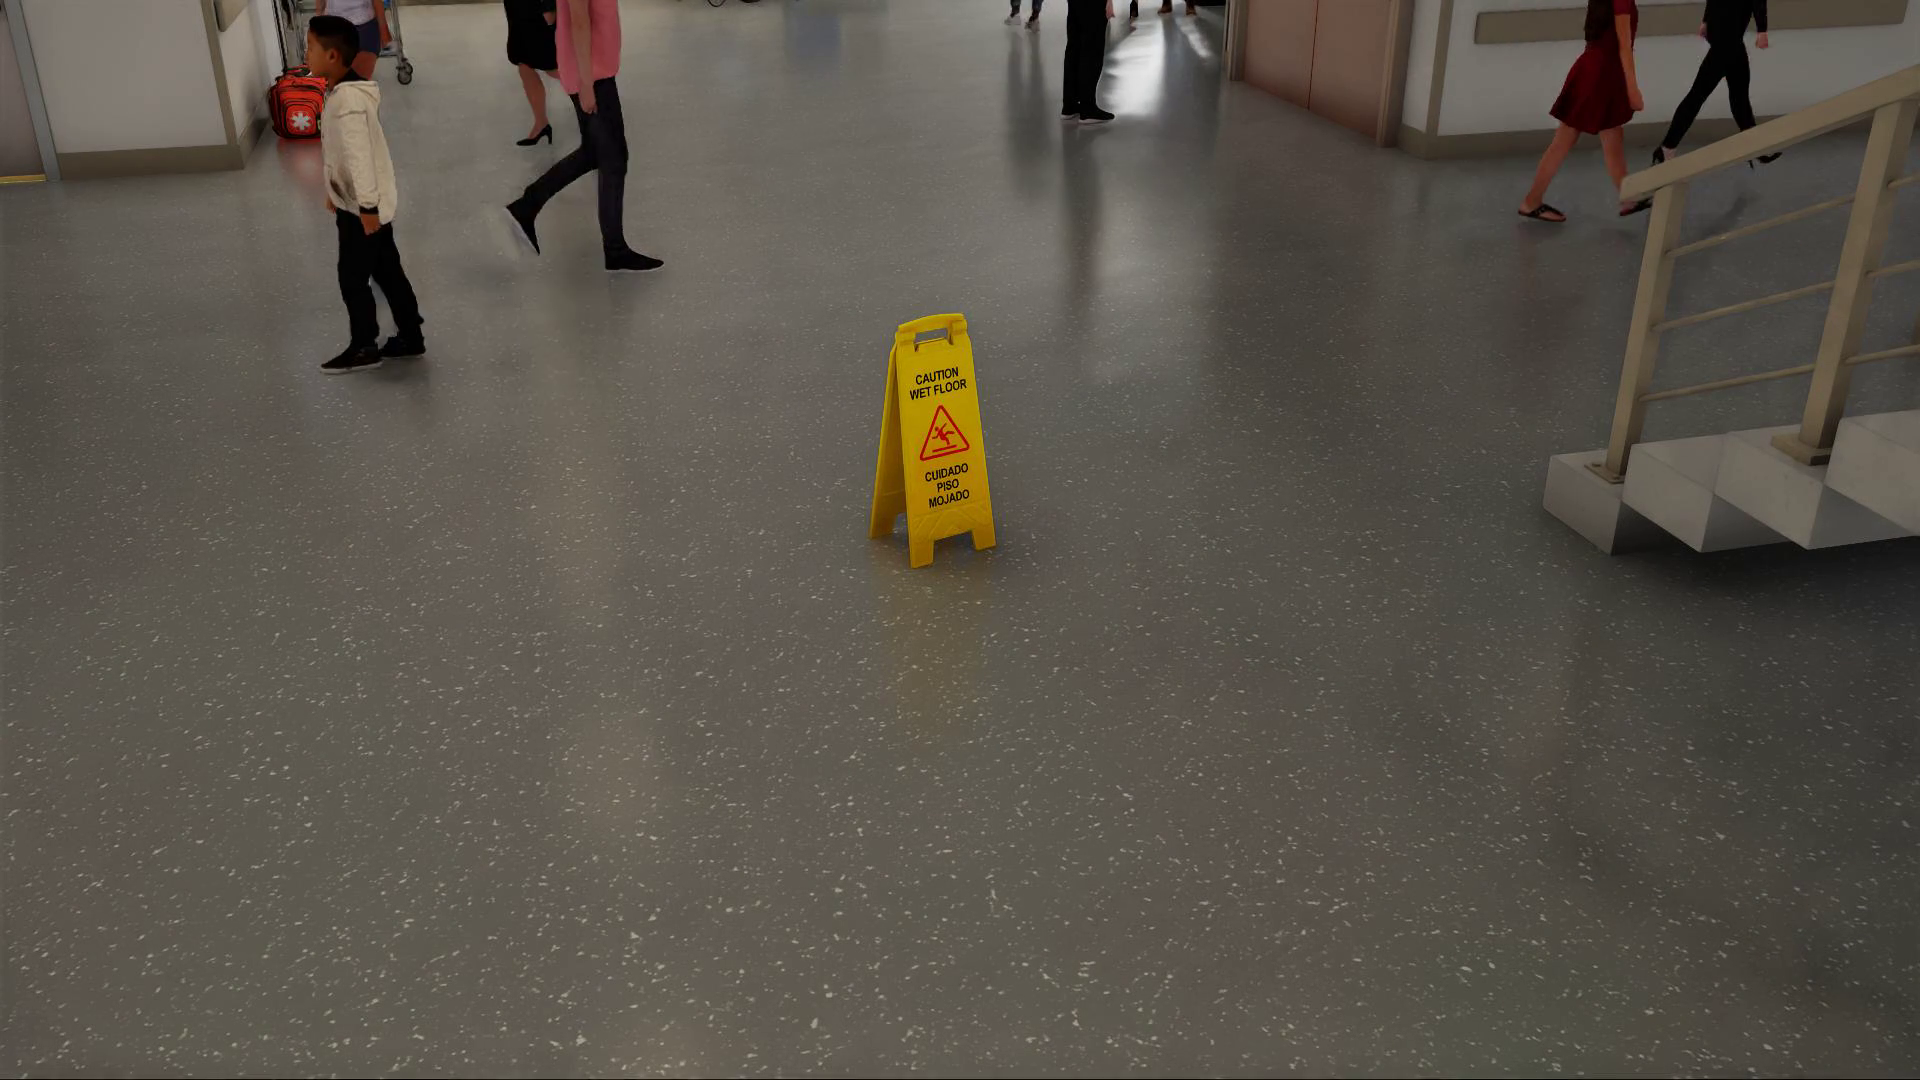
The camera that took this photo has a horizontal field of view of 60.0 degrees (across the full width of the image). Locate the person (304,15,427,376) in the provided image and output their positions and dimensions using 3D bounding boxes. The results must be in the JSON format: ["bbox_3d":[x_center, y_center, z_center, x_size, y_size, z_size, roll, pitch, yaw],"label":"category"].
[{"bbox_3d":[-2.384,-1.403,6.840,0.696,1.441,0.641,-10,28,-20],"label":"person"}]

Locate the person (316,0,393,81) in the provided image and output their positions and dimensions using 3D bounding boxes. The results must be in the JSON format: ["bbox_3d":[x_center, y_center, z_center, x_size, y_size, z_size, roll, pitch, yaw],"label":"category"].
[{"bbox_3d":[-3.735,-3.202,10.378,0.718,1.607,0.772,9,27,19],"label":"person"}]

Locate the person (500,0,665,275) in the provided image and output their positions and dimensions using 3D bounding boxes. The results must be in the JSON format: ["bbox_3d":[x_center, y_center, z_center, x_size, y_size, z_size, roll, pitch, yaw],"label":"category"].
[{"bbox_3d":[-1.864,-2.209,7.933,0.703,1.942,0.921,-7,27,-14],"label":"person"}]

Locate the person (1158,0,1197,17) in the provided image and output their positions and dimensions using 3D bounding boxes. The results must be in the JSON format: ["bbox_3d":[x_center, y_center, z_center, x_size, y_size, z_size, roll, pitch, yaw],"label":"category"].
[{"bbox_3d":[2.139,-5.962,15.837,0.752,1.837,0.734,6,26,13],"label":"person"}]

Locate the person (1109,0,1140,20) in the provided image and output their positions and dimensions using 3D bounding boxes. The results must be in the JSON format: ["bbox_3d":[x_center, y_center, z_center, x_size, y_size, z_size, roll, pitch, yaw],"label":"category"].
[{"bbox_3d":[1.537,-5.827,15.670,0.672,1.740,0.619,1,26,2],"label":"person"}]

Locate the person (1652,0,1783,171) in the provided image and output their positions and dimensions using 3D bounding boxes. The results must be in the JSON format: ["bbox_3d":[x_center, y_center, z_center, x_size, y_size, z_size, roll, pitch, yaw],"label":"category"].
[{"bbox_3d":[4.436,-2.964,9.813,0.889,1.669,1.029,2,26,3],"label":"person"}]

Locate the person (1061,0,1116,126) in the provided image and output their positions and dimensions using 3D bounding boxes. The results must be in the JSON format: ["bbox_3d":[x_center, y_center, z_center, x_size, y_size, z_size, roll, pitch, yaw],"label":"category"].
[{"bbox_3d":[0.860,-3.755,11.363,0.699,1.748,0.553,-15,29,-28],"label":"person"}]

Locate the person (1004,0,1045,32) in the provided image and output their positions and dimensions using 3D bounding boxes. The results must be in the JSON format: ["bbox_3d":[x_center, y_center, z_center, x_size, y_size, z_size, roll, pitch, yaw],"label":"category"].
[{"bbox_3d":[0.661,-5.466,14.859,0.710,1.794,0.772,-5,26,-11],"label":"person"}]

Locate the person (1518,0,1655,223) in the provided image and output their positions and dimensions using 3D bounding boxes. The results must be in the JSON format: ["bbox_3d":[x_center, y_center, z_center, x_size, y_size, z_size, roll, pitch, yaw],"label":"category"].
[{"bbox_3d":[3.340,-2.453,8.934,0.935,1.513,1.041,7,27,13],"label":"person"}]
